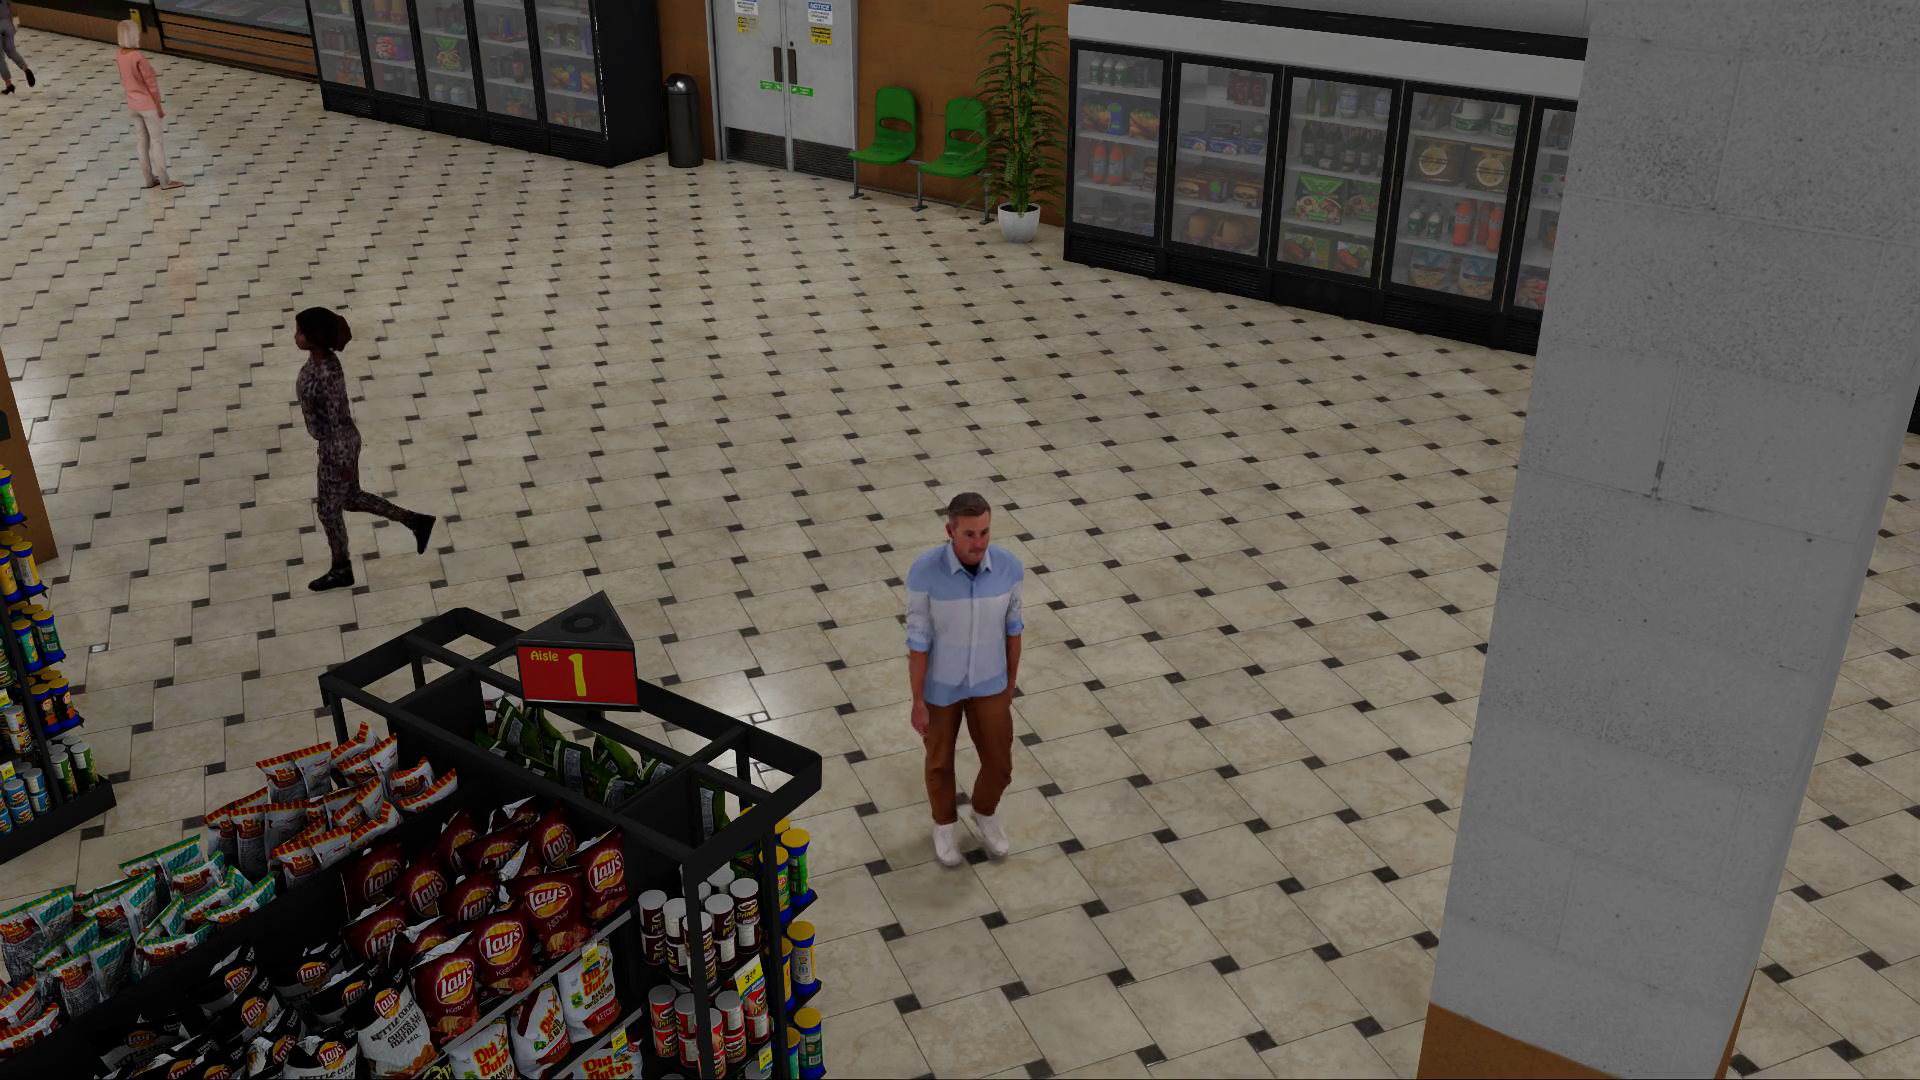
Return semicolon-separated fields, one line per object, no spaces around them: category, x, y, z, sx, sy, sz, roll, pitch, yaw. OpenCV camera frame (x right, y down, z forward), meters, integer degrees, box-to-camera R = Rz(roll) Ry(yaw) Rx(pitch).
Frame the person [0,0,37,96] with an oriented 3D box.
person;-12.324;-6.568;21.438;0.754;1.661;0.772;12;29;22

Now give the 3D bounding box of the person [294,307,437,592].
person;-3.460;-0.517;9.466;1.070;1.697;0.901;-11;29;-21

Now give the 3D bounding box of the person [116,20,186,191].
person;-8.537;-4.546;17.380;0.629;1.724;0.560;13;30;24

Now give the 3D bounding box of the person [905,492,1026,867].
person;-0.022;0.567;7.203;0.807;1.811;0.874;-6;27;-11
